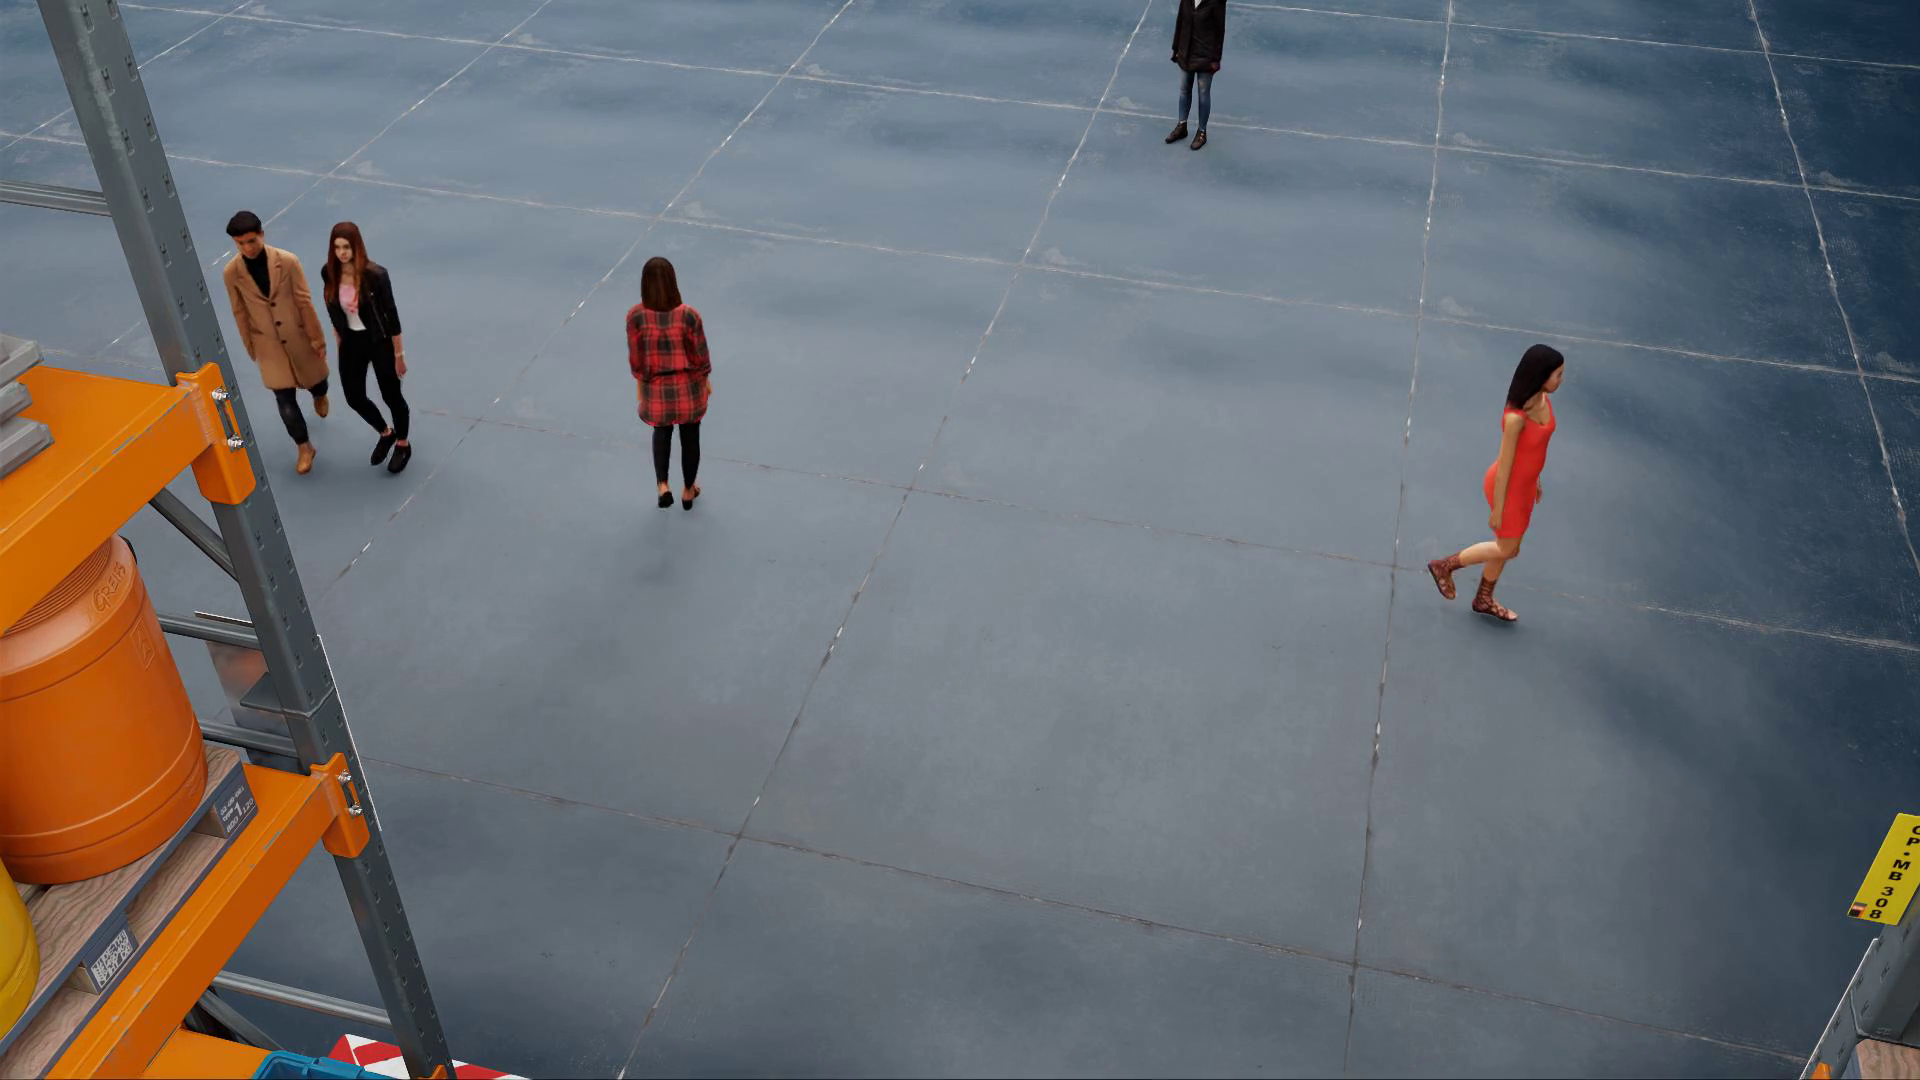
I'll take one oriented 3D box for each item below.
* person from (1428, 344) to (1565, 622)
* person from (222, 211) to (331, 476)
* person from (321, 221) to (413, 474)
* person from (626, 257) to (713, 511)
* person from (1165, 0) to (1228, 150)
[{"bbox_3d":[2.928,-0.309,9.087,0.781,1.700,0.787,23,43,26],"label":"person"},{"bbox_3d":[-4.190,-1.298,10.347,0.939,1.705,1.079,-9,39,-12],"label":"person"},{"bbox_3d":[-3.599,-1.232,10.264,0.653,1.704,0.572,6,38,8],"label":"person"},{"bbox_3d":[-1.703,-0.835,9.766,0.677,1.691,0.748,3,38,3],"label":"person"},{"bbox_3d":[2.008,-4.120,14.011,0.720,1.635,0.725,26,45,29],"label":"person"}]
